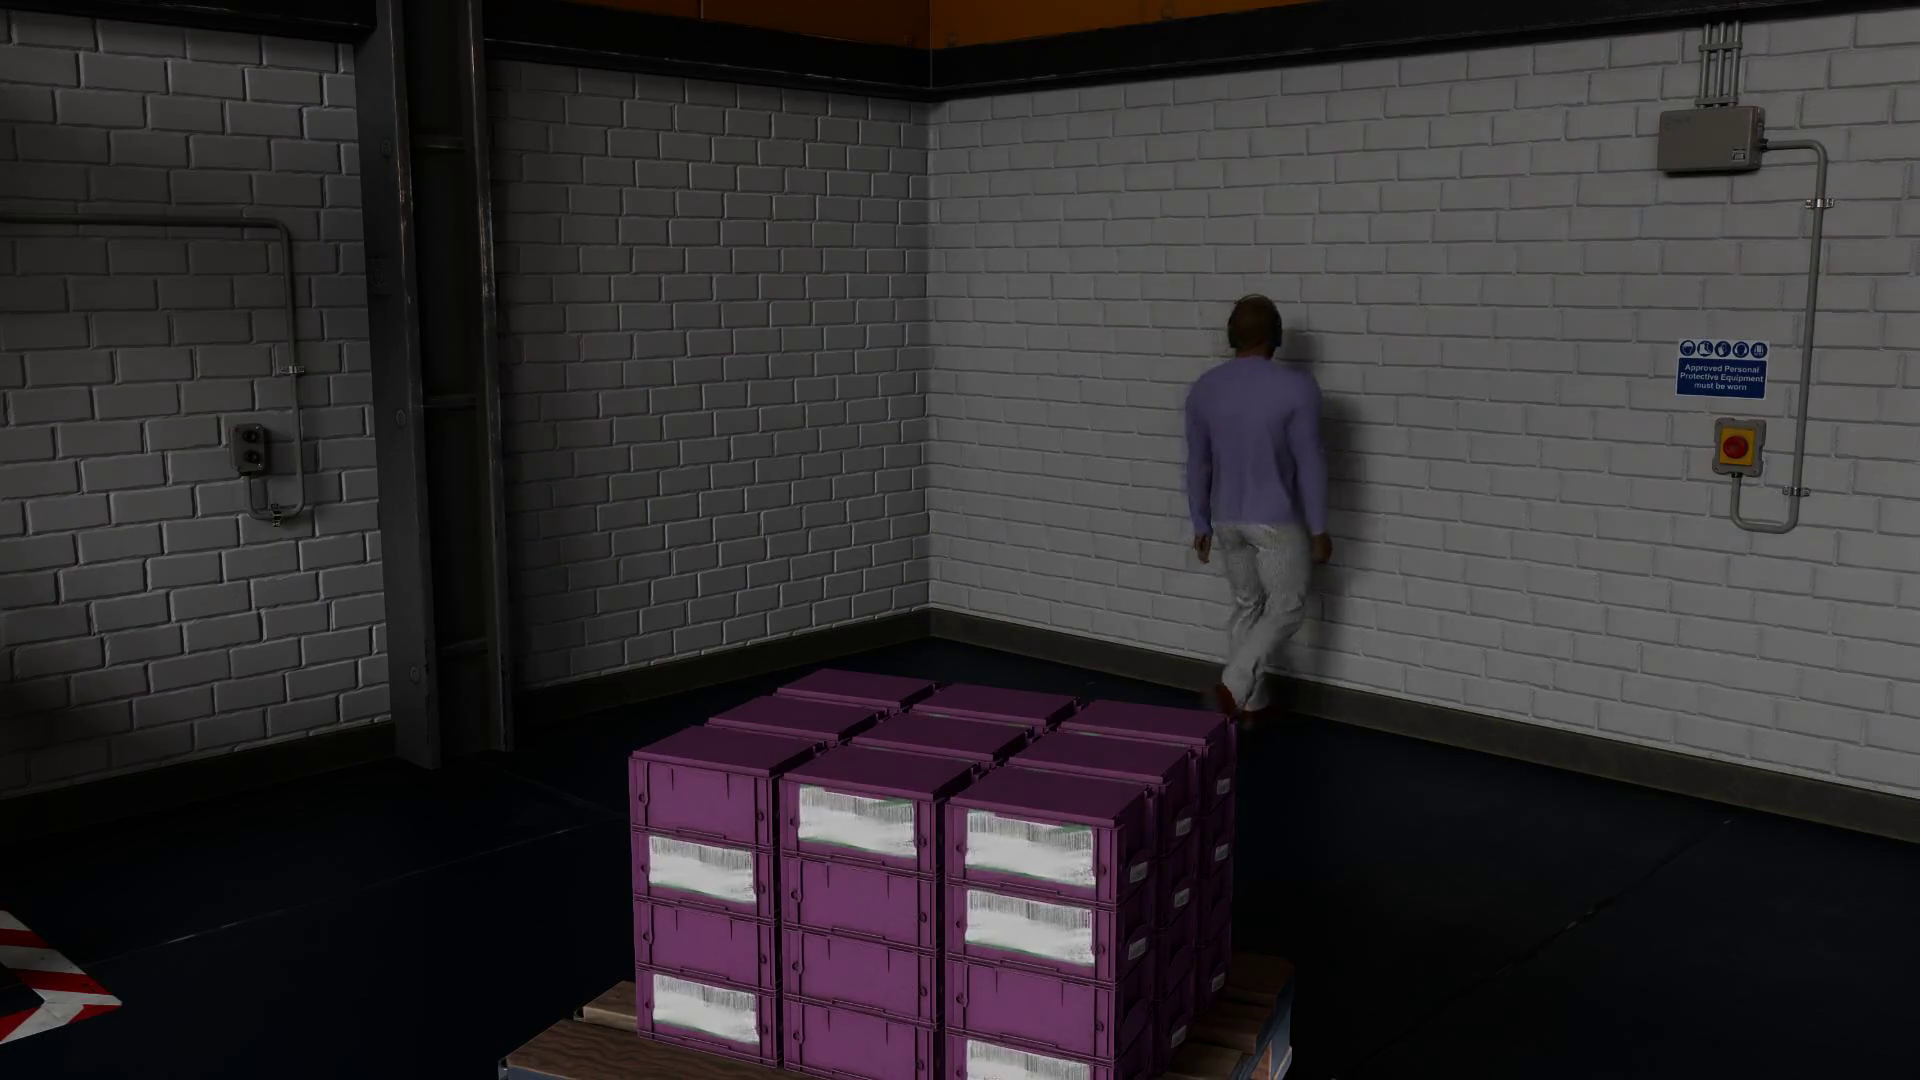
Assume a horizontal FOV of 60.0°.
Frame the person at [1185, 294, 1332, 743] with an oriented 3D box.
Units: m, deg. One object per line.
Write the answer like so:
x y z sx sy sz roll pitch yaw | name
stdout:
1.225 -0.074 7.032 0.737 1.926 0.648 -9 13 -44 | person
